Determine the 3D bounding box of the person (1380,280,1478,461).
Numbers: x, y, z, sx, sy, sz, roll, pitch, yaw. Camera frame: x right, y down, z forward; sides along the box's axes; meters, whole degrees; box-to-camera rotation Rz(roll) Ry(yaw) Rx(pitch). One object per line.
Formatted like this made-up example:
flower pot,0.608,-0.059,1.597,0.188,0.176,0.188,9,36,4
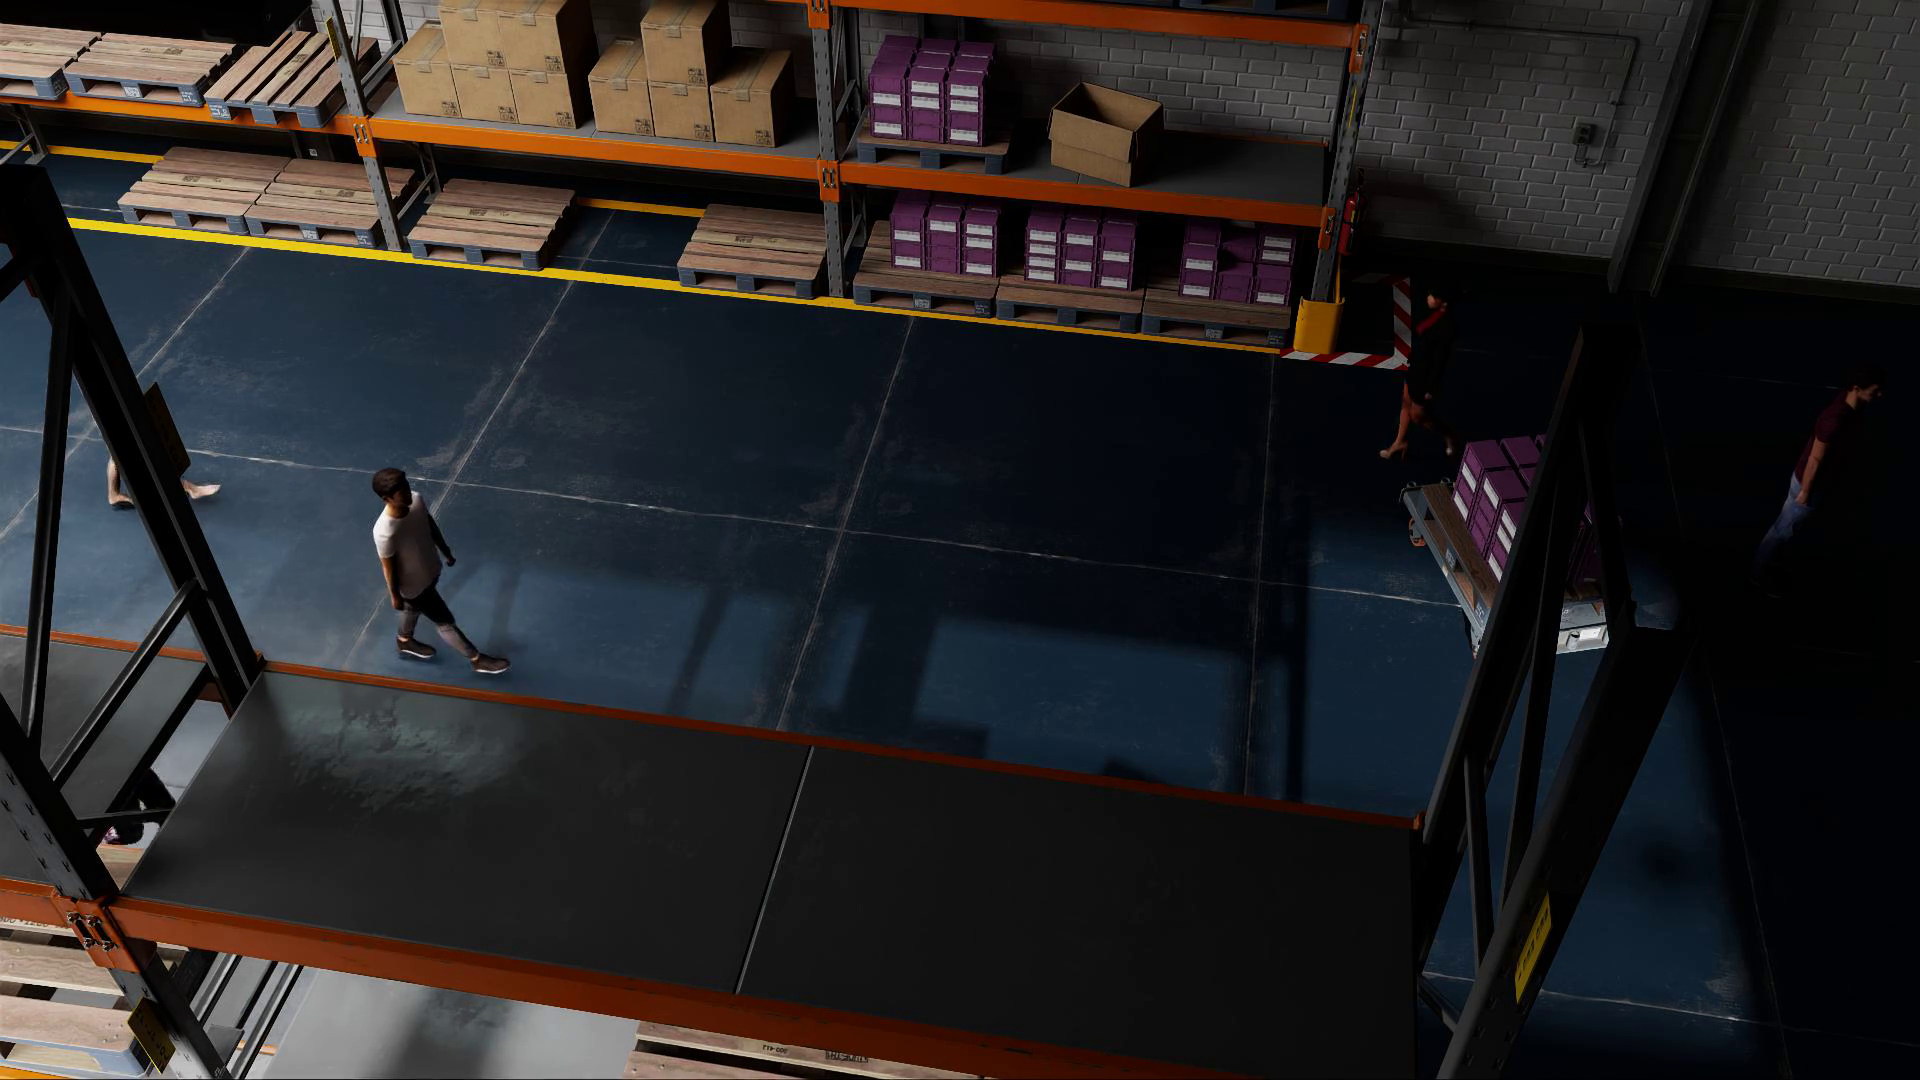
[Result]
person,3.448,-1.173,12.054,0.845,1.625,0.652,0,44,0

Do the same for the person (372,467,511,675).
person,-3.517,0.195,10.581,1.044,1.677,0.646,8,44,8

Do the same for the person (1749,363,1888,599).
person,5.738,-0.442,11.124,0.734,1.852,0.732,31,52,28
